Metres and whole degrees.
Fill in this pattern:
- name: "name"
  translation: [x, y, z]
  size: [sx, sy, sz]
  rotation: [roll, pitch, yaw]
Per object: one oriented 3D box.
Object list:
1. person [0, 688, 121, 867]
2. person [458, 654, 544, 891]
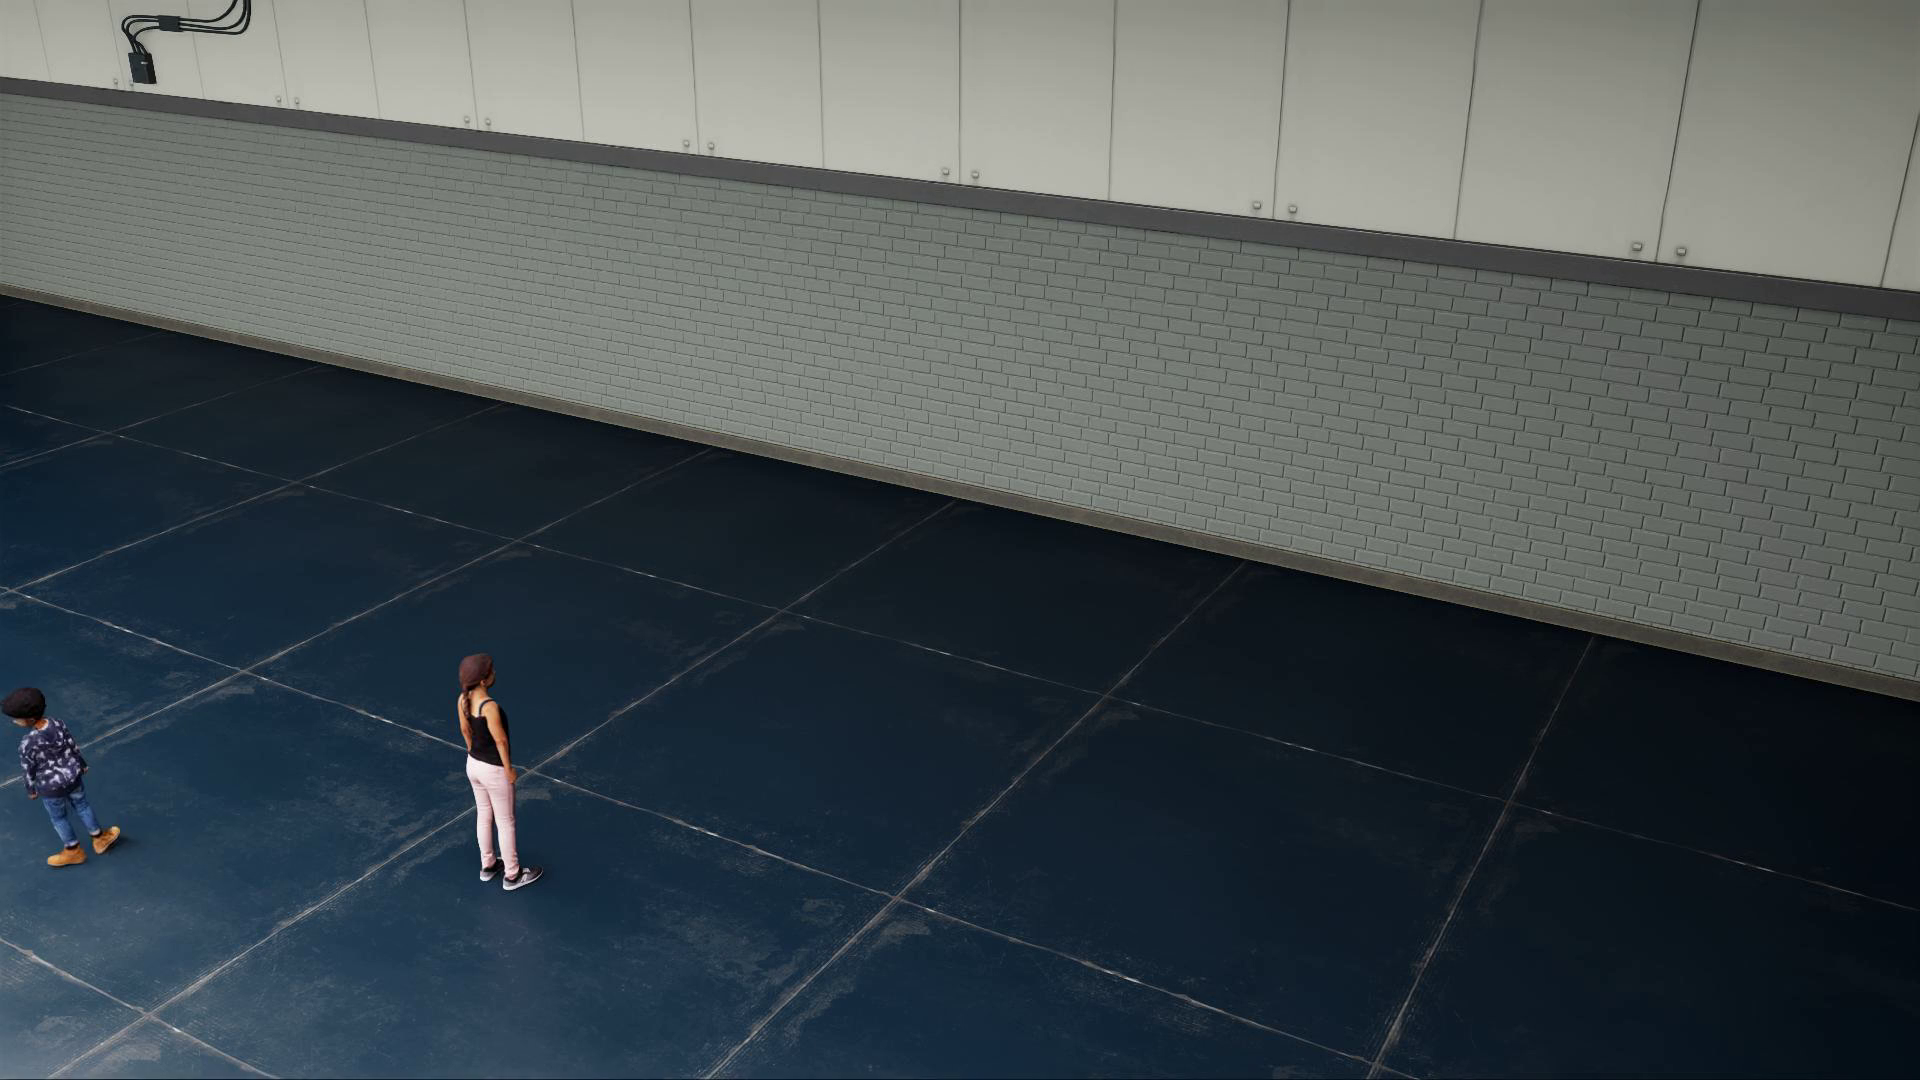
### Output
- name: "person"
  translation: [-5.588, 1.445, 10.368]
  size: [0.713, 1.245, 0.428]
  rotation: [16, 28, 32]
- name: "person"
  translation: [-2.847, 1.391, 10.085]
  size: [0.541, 1.565, 0.536]
  rotation: [16, 28, 33]
